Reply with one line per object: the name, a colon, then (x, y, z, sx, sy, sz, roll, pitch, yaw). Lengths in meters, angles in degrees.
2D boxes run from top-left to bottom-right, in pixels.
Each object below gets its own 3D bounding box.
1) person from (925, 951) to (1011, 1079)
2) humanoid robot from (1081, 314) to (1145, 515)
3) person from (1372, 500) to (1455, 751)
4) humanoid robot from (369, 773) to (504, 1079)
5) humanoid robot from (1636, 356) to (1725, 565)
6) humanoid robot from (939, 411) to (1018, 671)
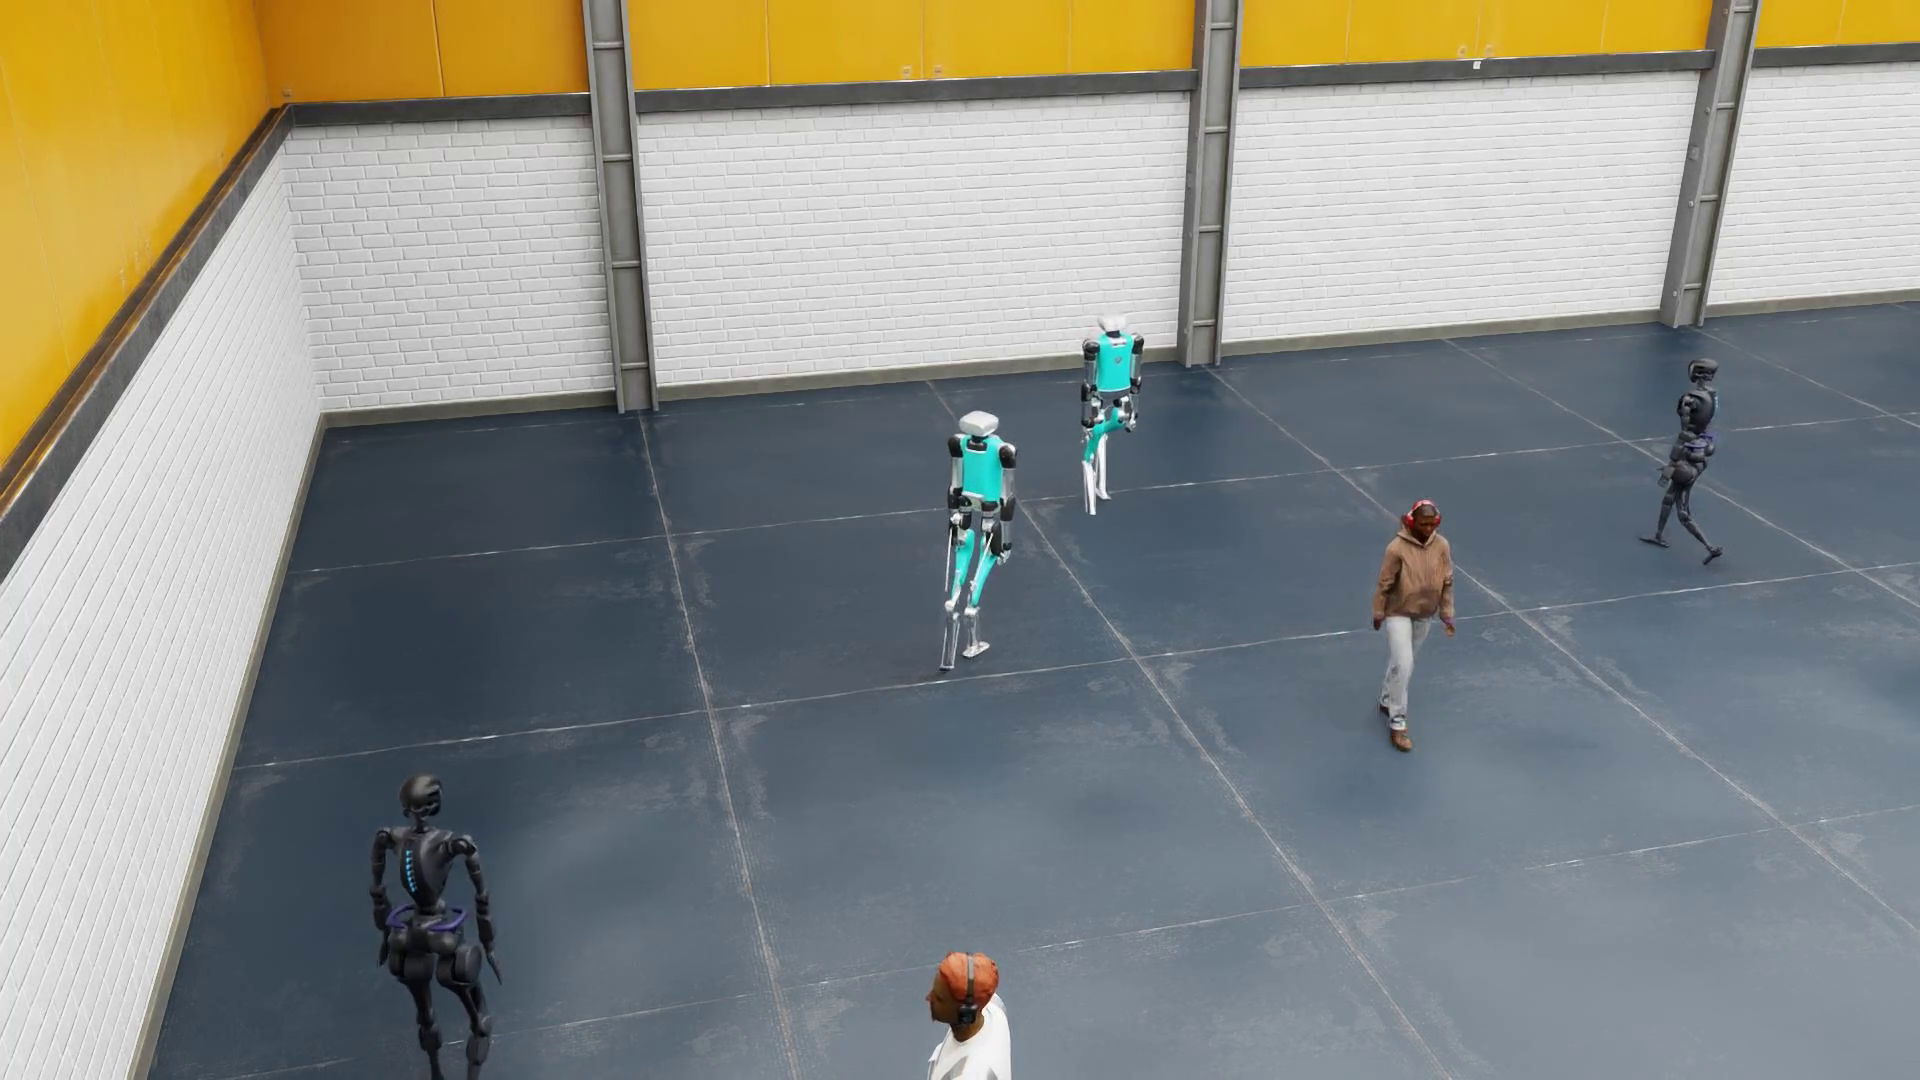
person: (0.015, 2.300, 6.133, 0.353, 1.884, 0.578, 3, 24, 6)
humanoid robot: (1.178, -1.084, 14.032, 0.542, 1.808, 0.770, -8, 25, -19)
person: (2.890, 0.518, 10.502, 0.455, 1.623, 0.711, -7, 25, -15)
humanoid robot: (-2.370, 1.837, 7.453, 0.612, 1.645, 0.477, 4, 24, 9)
humanoid robot: (5.814, -0.640, 13.100, 0.694, 1.641, 0.614, 21, 31, 39)
humanoid robot: (0.013, 0.101, 11.446, 0.545, 1.890, 0.783, 15, 28, 31)
